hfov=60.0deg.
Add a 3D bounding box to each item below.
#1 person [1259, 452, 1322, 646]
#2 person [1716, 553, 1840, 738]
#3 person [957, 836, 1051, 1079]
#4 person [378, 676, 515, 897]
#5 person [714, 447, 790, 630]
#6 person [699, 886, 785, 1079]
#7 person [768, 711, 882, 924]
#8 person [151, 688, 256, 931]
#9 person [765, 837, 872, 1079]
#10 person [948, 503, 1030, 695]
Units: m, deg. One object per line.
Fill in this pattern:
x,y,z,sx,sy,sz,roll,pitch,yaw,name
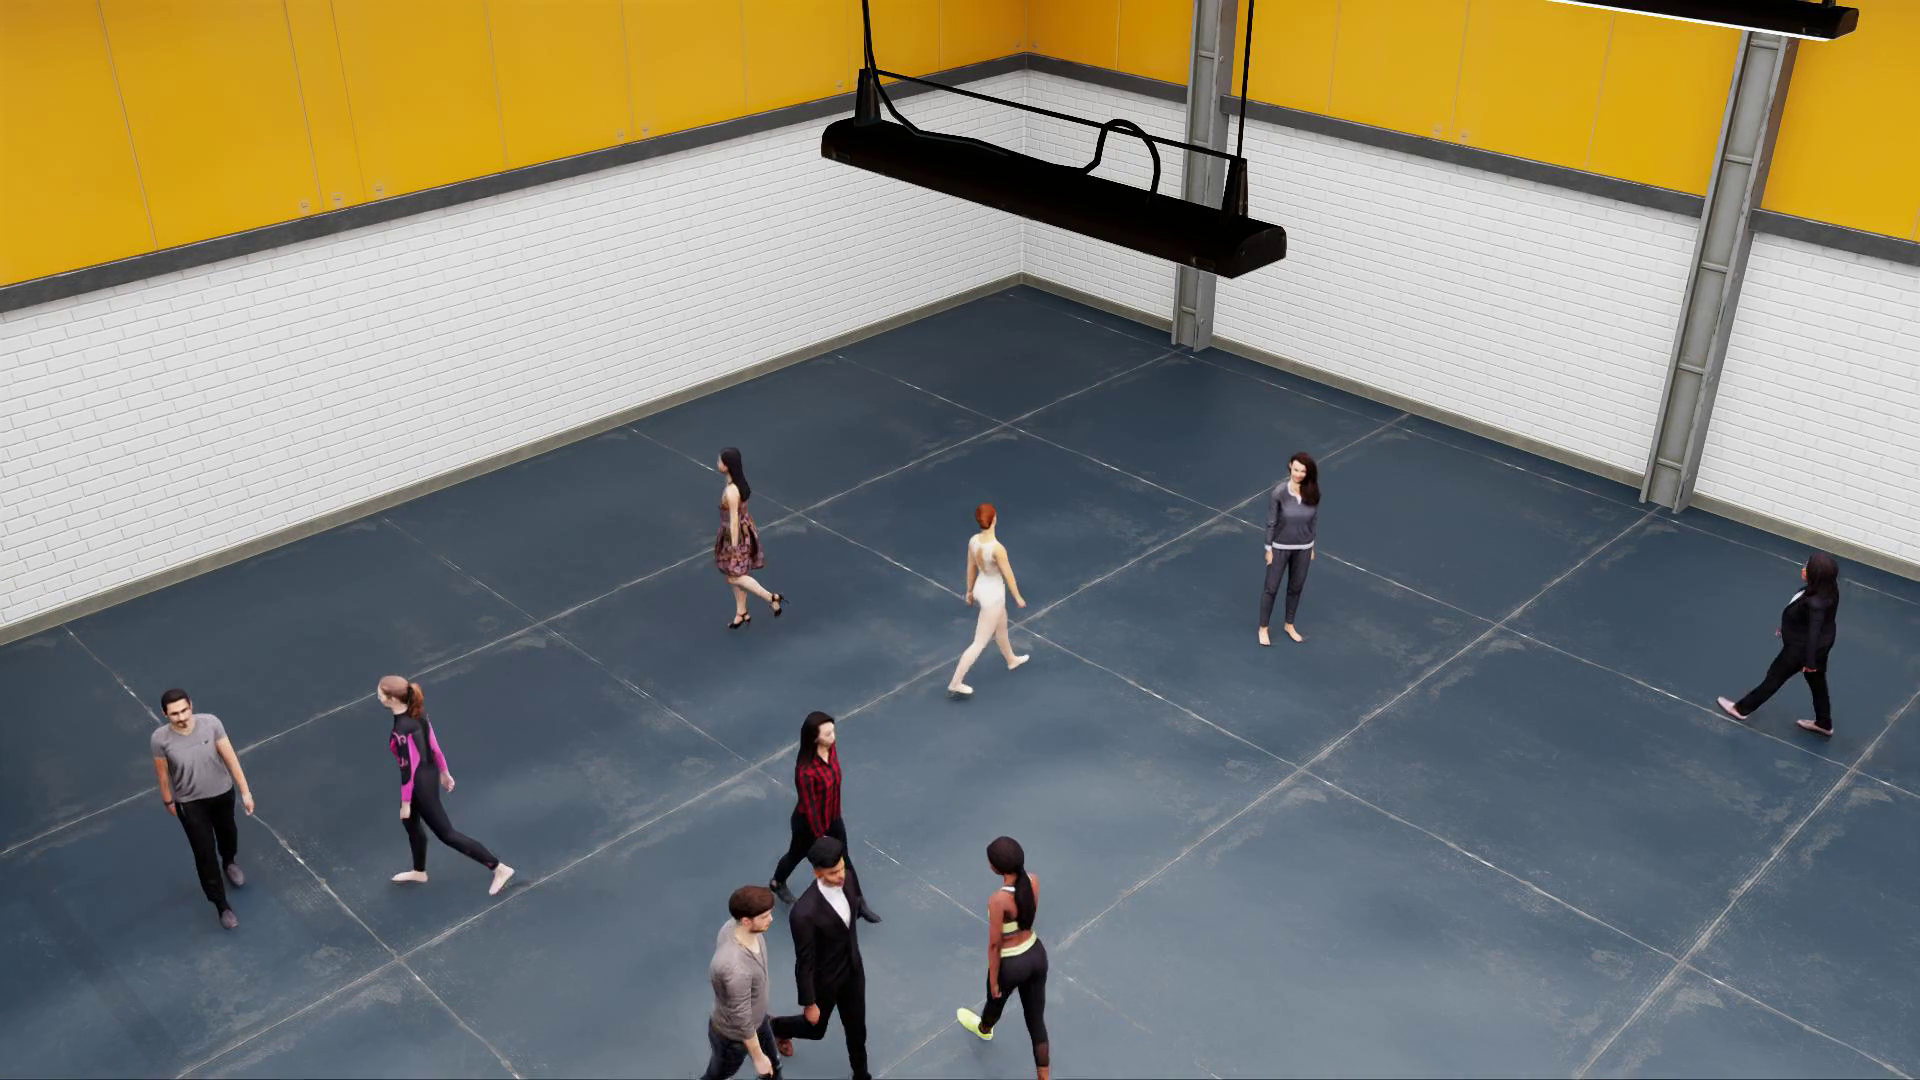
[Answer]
2.789,0.053,14.088,0.684,1.770,0.697,-5,29,-10,person
6.632,0.851,12.843,1.150,1.562,0.822,17,33,28,person
0.402,2.538,9.608,0.696,1.697,1.140,-21,35,-33,person
-3.529,1.684,11.168,1.132,1.702,1.053,-1,29,-1,person
-1.810,0.020,14.156,0.978,1.763,0.905,2,29,4,person
-1.308,2.673,9.193,1.282,1.859,1.144,5,29,9,person
-1.041,1.833,10.992,1.159,1.610,0.849,13,31,23,person
-5.093,1.672,11.176,0.702,1.715,1.101,-22,36,-35,person
-0.825,2.458,9.586,1.205,1.859,0.832,19,34,30,person
0.167,0.516,13.422,0.794,1.594,1.082,-17,33,-28,person
